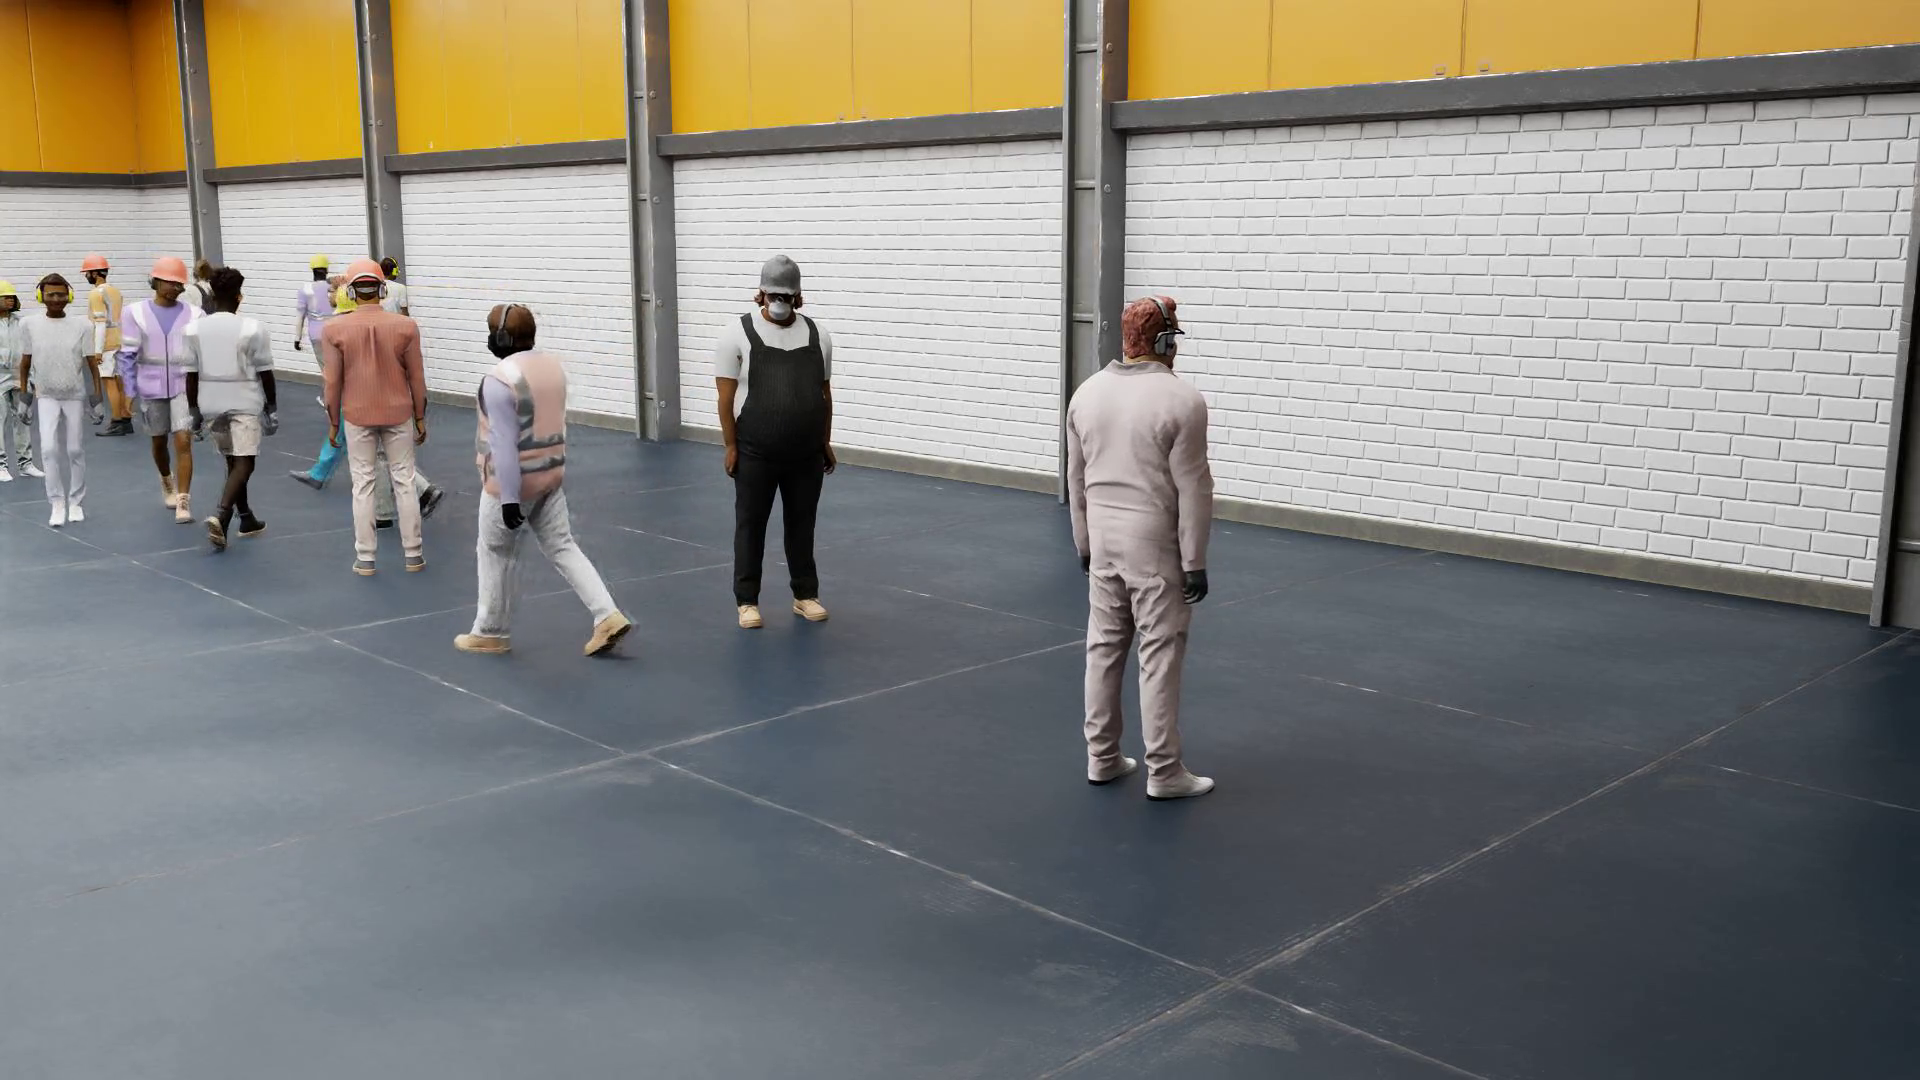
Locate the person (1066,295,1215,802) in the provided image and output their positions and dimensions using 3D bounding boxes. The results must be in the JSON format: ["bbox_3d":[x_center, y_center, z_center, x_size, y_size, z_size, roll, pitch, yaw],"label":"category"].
[{"bbox_3d":[0.708,0.030,6.345,0.399,1.909,0.642,-10,14,-43],"label":"person"}]

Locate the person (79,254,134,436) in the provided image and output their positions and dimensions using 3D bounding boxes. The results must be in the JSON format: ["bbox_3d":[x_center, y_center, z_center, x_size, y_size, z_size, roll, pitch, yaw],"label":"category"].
[{"bbox_3d":[-9.112,-2.069,17.713,0.377,1.932,0.552,-1,10,-4],"label":"person"}]

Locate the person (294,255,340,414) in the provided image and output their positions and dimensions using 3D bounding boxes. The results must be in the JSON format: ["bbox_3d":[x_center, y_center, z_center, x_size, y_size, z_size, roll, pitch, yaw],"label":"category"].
[{"bbox_3d":[-7.704,-2.472,20.029,0.609,1.882,0.943,-10,14,-42],"label":"person"}]

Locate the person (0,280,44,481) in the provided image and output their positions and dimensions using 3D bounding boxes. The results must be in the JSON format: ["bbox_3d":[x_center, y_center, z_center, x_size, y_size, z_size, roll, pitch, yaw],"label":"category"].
[{"bbox_3d":[-8.312,-1.393,14.547,0.284,1.746,0.492,5,12,26],"label":"person"}]

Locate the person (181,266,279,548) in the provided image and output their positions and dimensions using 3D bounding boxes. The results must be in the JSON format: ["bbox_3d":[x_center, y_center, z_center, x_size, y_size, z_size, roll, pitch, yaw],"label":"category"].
[{"bbox_3d":[-5.055,-0.917,11.478,0.597,1.935,0.920,0,10,2],"label":"person"}]

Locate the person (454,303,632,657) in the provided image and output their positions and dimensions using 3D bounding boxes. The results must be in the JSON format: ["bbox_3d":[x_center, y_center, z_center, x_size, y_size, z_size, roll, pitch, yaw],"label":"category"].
[{"bbox_3d":[-2.138,-0.290,8.385,0.936,1.808,0.634,4,11,21],"label":"person"}]

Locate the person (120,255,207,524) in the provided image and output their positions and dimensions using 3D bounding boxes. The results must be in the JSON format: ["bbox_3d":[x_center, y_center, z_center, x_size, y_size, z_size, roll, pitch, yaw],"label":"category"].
[{"bbox_3d":[-6.011,-1.158,12.621,0.629,2.002,1.020,-5,12,-26],"label":"person"}]

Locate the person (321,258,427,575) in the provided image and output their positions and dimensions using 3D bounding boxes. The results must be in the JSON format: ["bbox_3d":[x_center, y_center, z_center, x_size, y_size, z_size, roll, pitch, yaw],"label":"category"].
[{"bbox_3d":[-3.677,-0.770,10.491,0.611,1.986,0.393,-4,11,-23],"label":"person"}]

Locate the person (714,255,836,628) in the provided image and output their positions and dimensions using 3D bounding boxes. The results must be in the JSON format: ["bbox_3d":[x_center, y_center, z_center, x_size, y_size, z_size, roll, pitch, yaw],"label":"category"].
[{"bbox_3d":[-0.970,-0.542,9.098,0.672,2.000,0.536,-5,12,-26],"label":"person"}]

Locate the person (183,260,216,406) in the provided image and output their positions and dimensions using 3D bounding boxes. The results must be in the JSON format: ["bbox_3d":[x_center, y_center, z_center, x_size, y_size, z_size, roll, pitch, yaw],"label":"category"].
[{"bbox_3d":[-9.304,-2.524,20.504,0.540,1.818,0.775,-9,14,-40],"label":"person"}]

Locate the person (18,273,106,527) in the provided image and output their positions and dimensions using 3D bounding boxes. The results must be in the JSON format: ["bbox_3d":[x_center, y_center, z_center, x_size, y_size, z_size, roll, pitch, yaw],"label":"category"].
[{"bbox_3d":[-6.599,-1.013,12.200,0.570,1.839,0.705,-5,12,-25],"label":"person"}]

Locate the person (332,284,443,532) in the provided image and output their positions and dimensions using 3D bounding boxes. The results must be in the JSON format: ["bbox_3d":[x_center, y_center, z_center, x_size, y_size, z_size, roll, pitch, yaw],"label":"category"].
[{"bbox_3d":[-4.125,-0.936,11.907,0.586,1.799,0.638,0,10,-1],"label":"person"}]

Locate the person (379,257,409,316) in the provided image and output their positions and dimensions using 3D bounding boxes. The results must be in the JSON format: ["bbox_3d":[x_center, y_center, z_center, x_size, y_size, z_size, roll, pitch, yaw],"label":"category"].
[{"bbox_3d":[-6.932,-2.508,20.302,0.535,1.864,0.309,2,11,11],"label":"person"}]

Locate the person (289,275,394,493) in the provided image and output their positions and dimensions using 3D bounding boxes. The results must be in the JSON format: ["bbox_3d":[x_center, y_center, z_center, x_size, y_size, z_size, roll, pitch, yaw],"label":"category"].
[{"bbox_3d":[-5.080,-1.266,13.696,1.011,1.794,0.592,-1,10,-7],"label":"person"}]
